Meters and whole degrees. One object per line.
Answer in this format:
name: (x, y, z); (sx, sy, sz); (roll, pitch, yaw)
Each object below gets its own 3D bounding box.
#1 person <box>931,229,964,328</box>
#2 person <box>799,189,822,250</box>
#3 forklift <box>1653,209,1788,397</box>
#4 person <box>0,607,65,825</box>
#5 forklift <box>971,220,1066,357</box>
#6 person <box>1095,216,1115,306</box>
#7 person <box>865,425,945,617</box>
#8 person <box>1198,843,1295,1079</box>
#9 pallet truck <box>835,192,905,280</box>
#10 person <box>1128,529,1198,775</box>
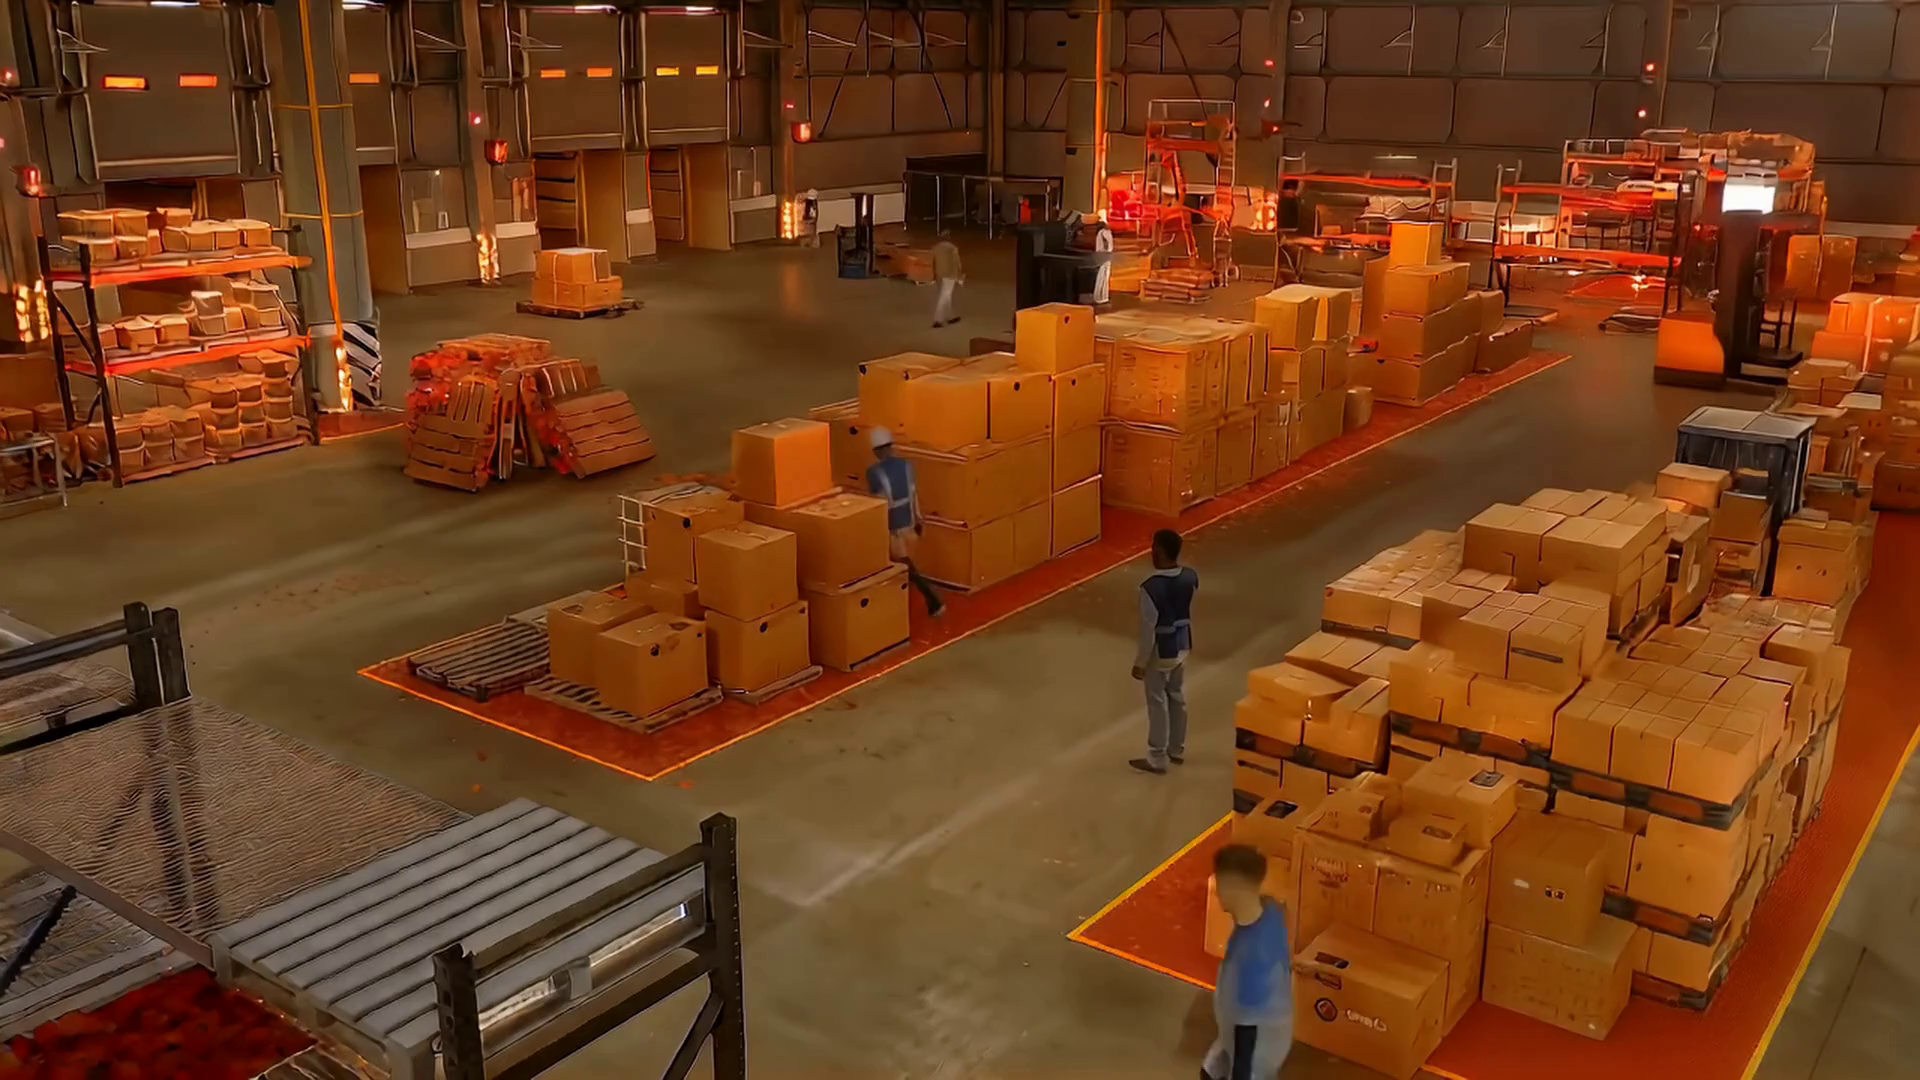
person: (-0.297, -5.100, 32.362); (0.628, 1.897, 1.043); (13, 21, 36)
person: (-3.959, -8.425, 43.808); (0.520, 1.608, 0.660); (14, 22, 39)
forklift: (12.271, -3.827, 26.446); (1.873, 2.768, 1.129); (12, 21, 35)
person: (-6.283, 1.320, 11.051); (0.630, 1.922, 0.671); (-9, 19, -26)
forklift: (1.164, -3.338, 24.826); (1.873, 2.768, 1.129); (12, 21, 35)
person: (3.035, -5.846, 34.852); (0.350, 1.878, 0.567); (12, 21, 35)
person: (-0.542, -0.164, 16.079); (0.999, 1.866, 0.525); (12, 20, 34)
person: (1.321, 2.319, 7.709); (0.620, 1.928, 0.649); (5, 18, 17)
pallet truck: (-1.936, -7.159, 38.982); (1.885, 1.965, 0.823); (-12, 21, -34)
person: (1.551, 0.844, 12.614); (0.391, 1.922, 0.593); (16, 23, 42)
